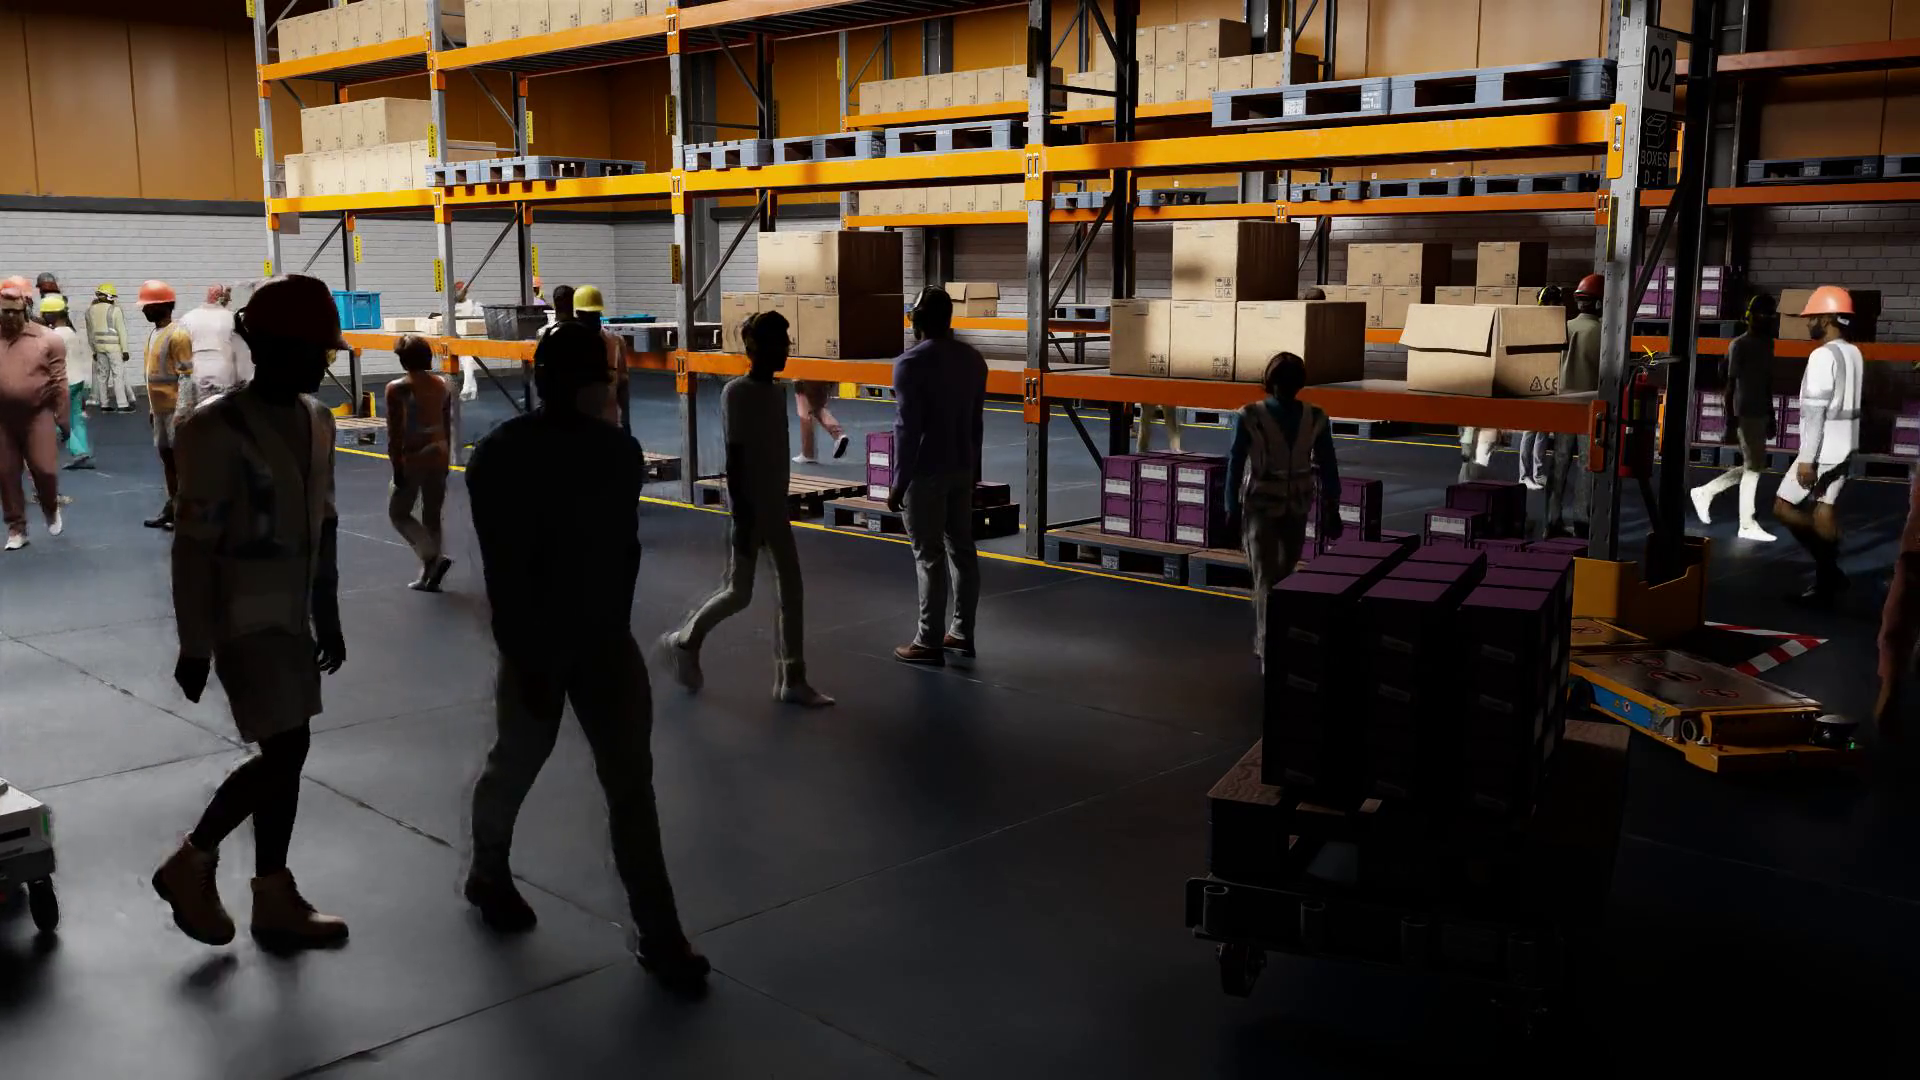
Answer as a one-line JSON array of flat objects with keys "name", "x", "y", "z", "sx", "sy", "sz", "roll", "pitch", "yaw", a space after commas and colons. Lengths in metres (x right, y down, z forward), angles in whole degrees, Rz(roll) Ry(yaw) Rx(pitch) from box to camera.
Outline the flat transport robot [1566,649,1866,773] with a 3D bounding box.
[{"name": "flat transport robot", "x": 3.184, "y": 0.709, "z": 7.277, "sx": 0.652, "sy": 0.197, "sz": 1.431, "roll": -2, "pitch": 9, "yaw": -9}]

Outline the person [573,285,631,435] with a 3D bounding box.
[{"name": "person", "x": -2.702, "y": -0.905, "z": 12.161, "sx": 0.604, "sy": 1.907, "sz": 0.543, "roll": -7, "pitch": 12, "yaw": -38}]

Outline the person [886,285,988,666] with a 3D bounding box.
[{"name": "person", "x": -0.123, "y": -0.326, "z": 8.520, "sx": 0.370, "sy": 1.940, "sz": 0.627, "roll": 8, "pitch": 13, "yaw": 42}]

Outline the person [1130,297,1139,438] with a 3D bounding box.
[{"name": "person", "x": 2.004, "y": -2.061, "z": 19.921, "sx": 0.318, "sy": 1.694, "sz": 0.524, "roll": -6, "pitch": 11, "yaw": -35}]

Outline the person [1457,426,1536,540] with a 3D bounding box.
[{"name": "person", "x": 3.746, "y": -0.691, "z": 11.774, "sx": 0.646, "sy": 1.614, "sz": 0.536, "roll": 6, "pitch": 11, "yaw": 31}]

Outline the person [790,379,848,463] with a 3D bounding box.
[{"name": "person", "x": -1.502, "y": -1.726, "z": 17.274, "sx": 0.521, "sy": 1.891, "sz": 0.644, "roll": 6, "pitch": 11, "yaw": 34}]

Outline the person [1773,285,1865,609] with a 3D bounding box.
[{"name": "person", "x": 5.088, "y": -0.535, "z": 9.851, "sx": 0.582, "sy": 1.921, "sz": 0.398, "roll": -8, "pitch": 12, "yaw": -39}]

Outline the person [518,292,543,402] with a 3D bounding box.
[{"name": "person", "x": -6.342, "y": -2.975, "z": 25.378, "sx": 0.787, "sy": 1.739, "sz": 0.521, "roll": -7, "pitch": 11, "yaw": -35}]

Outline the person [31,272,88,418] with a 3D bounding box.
[{"name": "person", "x": -12.354, "y": -2.670, "z": 22.580, "sx": 1.010, "sy": 2.000, "sz": 0.679, "roll": 4, "pitch": 10, "yaw": 24}]

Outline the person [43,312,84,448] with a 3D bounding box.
[{"name": "person", "x": -10.069, "y": -1.795, "z": 18.565, "sx": 0.523, "sy": 1.585, "sz": 0.825, "roll": -3, "pitch": 10, "yaw": -18}]

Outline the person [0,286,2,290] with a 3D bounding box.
[{"name": "person", "x": -11.330, "y": -2.086, "z": 19.637, "sx": 0.404, "sy": 1.831, "sz": 0.600, "roll": 3, "pitch": 10, "yaw": 18}]

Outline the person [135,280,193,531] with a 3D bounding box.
[{"name": "person", "x": -6.146, "y": -1.037, "z": 12.888, "sx": 0.542, "sy": 1.938, "sz": 0.358, "roll": 8, "pitch": 12, "yaw": 39}]

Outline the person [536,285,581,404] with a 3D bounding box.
[{"name": "person", "x": -3.196, "y": -1.175, "z": 13.872, "sx": 0.601, "sy": 1.897, "sz": 0.780, "roll": -8, "pitch": 12, "yaw": -40}]

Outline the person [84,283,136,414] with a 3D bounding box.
[{"name": "person", "x": -11.887, "y": -2.672, "z": 23.267, "sx": 0.588, "sy": 1.822, "sz": 0.403, "roll": 2, "pitch": 9, "yaw": 11}]

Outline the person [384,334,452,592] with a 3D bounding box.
[{"name": "person", "x": -3.315, "y": -0.460, "z": 10.306, "sx": 0.435, "sy": 1.627, "sz": 0.518, "roll": 6, "pitch": 11, "yaw": 32}]

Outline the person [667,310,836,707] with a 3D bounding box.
[{"name": "person", "x": -0.993, "y": -0.145, "z": 7.737, "sx": 0.824, "sy": 1.843, "sz": 0.523, "roll": 6, "pitch": 11, "yaw": 30}]

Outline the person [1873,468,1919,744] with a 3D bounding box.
[{"name": "person", "x": 2.765, "y": 0.358, "z": 4.343, "sx": 0.654, "sy": 1.935, "sz": 1.050, "roll": 7, "pitch": 12, "yaw": 38}]

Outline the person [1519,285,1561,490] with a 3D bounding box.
[{"name": "person", "x": 5.373, "y": -1.395, "z": 15.288, "sx": 0.512, "sy": 1.872, "sz": 0.328, "roll": -7, "pitch": 12, "yaw": -36}]

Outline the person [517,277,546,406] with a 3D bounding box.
[{"name": "person", "x": -6.266, "y": -2.942, "z": 24.574, "sx": 0.554, "sy": 1.934, "sz": 0.374, "roll": 5, "pitch": 11, "yaw": 30}]

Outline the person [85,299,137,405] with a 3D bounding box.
[{"name": "person", "x": -12.634, "y": -2.780, "z": 24.635, "sx": 0.866, "sy": 1.590, "sz": 0.518, "roll": 3, "pitch": 10, "yaw": 16}]

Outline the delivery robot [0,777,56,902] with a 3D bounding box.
[{"name": "delivery robot", "x": -3.095, "y": 0.872, "z": 5.122, "sx": 0.707, "sy": 0.478, "sz": 0.477, "roll": 8, "pitch": 12, "yaw": 40}]

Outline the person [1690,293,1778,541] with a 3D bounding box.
[{"name": "person", "x": 5.900, "y": -0.935, "z": 12.545, "sx": 0.525, "sy": 1.848, "sz": 0.677, "roll": -7, "pitch": 12, "yaw": -37}]

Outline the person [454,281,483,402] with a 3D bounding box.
[{"name": "person", "x": -7.575, "y": -3.052, "z": 25.580, "sx": 0.627, "sy": 1.836, "sz": 1.007, "roll": 1, "pitch": 9, "yaw": 8}]

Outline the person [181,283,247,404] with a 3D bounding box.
[{"name": "person", "x": -7.738, "y": -1.724, "z": 17.284, "sx": 0.652, "sy": 1.873, "sz": 0.506, "roll": 0, "pitch": 9, "yaw": -1}]

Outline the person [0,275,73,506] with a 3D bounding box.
[{"name": "person", "x": -8.049, "y": -1.276, "z": 14.248, "sx": 0.797, "sy": 1.976, "sz": 0.620, "roll": 1, "pitch": 9, "yaw": 9}]

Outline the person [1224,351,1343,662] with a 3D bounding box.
[{"name": "person", "x": 1.606, "y": -0.116, "z": 8.204, "sx": 0.535, "sy": 1.604, "sz": 0.745, "roll": -2, "pitch": 10, "yaw": -13}]

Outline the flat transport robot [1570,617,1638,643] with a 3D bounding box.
[{"name": "flat transport robot", "x": 2.747, "y": 0.552, "z": 8.239, "sx": 1.431, "sy": 0.197, "sz": 0.652, "roll": -2, "pitch": 9, "yaw": -9}]

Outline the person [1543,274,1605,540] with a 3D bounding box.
[{"name": "person", "x": 4.617, "y": -0.962, "z": 12.302, "sx": 0.405, "sy": 1.987, "sz": 0.608, "roll": -6, "pitch": 11, "yaw": -31}]

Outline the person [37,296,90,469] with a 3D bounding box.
[{"name": "person", "x": -8.967, "y": -1.559, "z": 16.642, "sx": 0.381, "sy": 1.757, "sz": 0.530, "roll": -1, "pitch": 9, "yaw": -6}]

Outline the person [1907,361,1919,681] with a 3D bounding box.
[{"name": "person", "x": 3.800, "y": 0.095, "z": 6.121, "sx": 0.605, "sy": 1.880, "sz": 0.697, "roll": -2, "pitch": 9, "yaw": -9}]

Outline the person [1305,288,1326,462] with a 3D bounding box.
[{"name": "person", "x": 3.671, "y": -1.688, "z": 17.219, "sx": 0.661, "sy": 1.821, "sz": 0.657, "roll": -1, "pitch": 9, "yaw": -5}]

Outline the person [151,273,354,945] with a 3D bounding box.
[{"name": "person", "x": -2.018, "y": 0.229, "z": 4.909, "sx": 0.546, "sy": 2.015, "sz": 0.614, "roll": 1, "pitch": 9, "yaw": 8}]

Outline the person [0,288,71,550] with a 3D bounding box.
[{"name": "person", "x": -6.811, "y": -0.879, "z": 12.070, "sx": 0.667, "sy": 1.886, "sz": 0.488, "roll": -3, "pitch": 10, "yaw": -18}]

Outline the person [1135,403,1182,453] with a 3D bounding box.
[{"name": "person", "x": 1.966, "y": -1.447, "z": 16.467, "sx": 0.524, "sy": 1.584, "sz": 0.873, "roll": -5, "pitch": 10, "yaw": -26}]

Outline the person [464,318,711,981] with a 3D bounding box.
[{"name": "person", "x": -1.163, "y": 0.299, "z": 4.885, "sx": 1.042, "sy": 1.893, "sz": 0.627, "roll": 8, "pitch": 13, "yaw": 42}]
